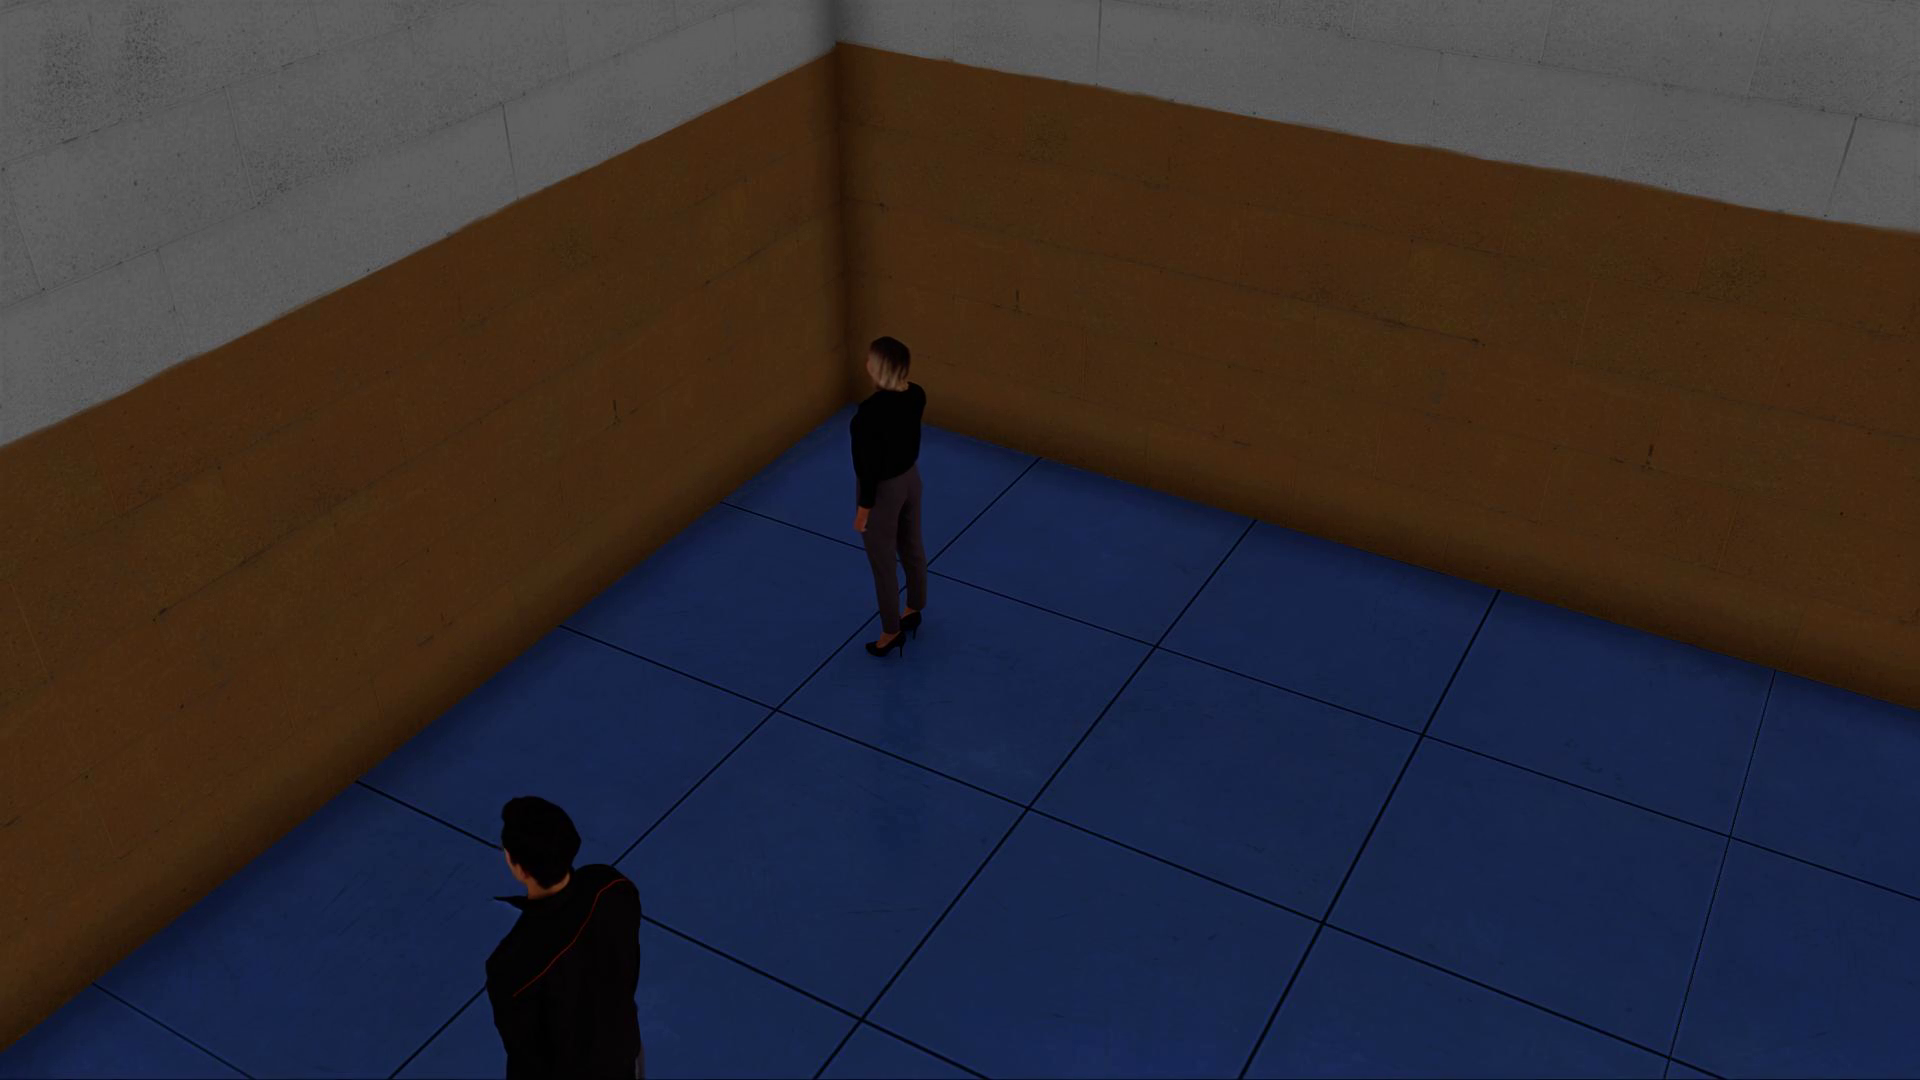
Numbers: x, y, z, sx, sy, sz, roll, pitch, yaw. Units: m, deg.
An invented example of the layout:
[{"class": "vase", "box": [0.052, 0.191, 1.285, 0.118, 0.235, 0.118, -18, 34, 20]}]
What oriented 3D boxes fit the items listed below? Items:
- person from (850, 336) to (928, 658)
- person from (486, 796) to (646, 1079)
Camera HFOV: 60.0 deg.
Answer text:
[{"class": "person", "box": [-0.314, -0.186, 7.726, 0.664, 1.672, 0.476, 21, 39, 28]}, {"class": "person", "box": [-1.115, 1.518, 4.916, 0.764, 1.946, 0.529, 16, 37, 22]}]
